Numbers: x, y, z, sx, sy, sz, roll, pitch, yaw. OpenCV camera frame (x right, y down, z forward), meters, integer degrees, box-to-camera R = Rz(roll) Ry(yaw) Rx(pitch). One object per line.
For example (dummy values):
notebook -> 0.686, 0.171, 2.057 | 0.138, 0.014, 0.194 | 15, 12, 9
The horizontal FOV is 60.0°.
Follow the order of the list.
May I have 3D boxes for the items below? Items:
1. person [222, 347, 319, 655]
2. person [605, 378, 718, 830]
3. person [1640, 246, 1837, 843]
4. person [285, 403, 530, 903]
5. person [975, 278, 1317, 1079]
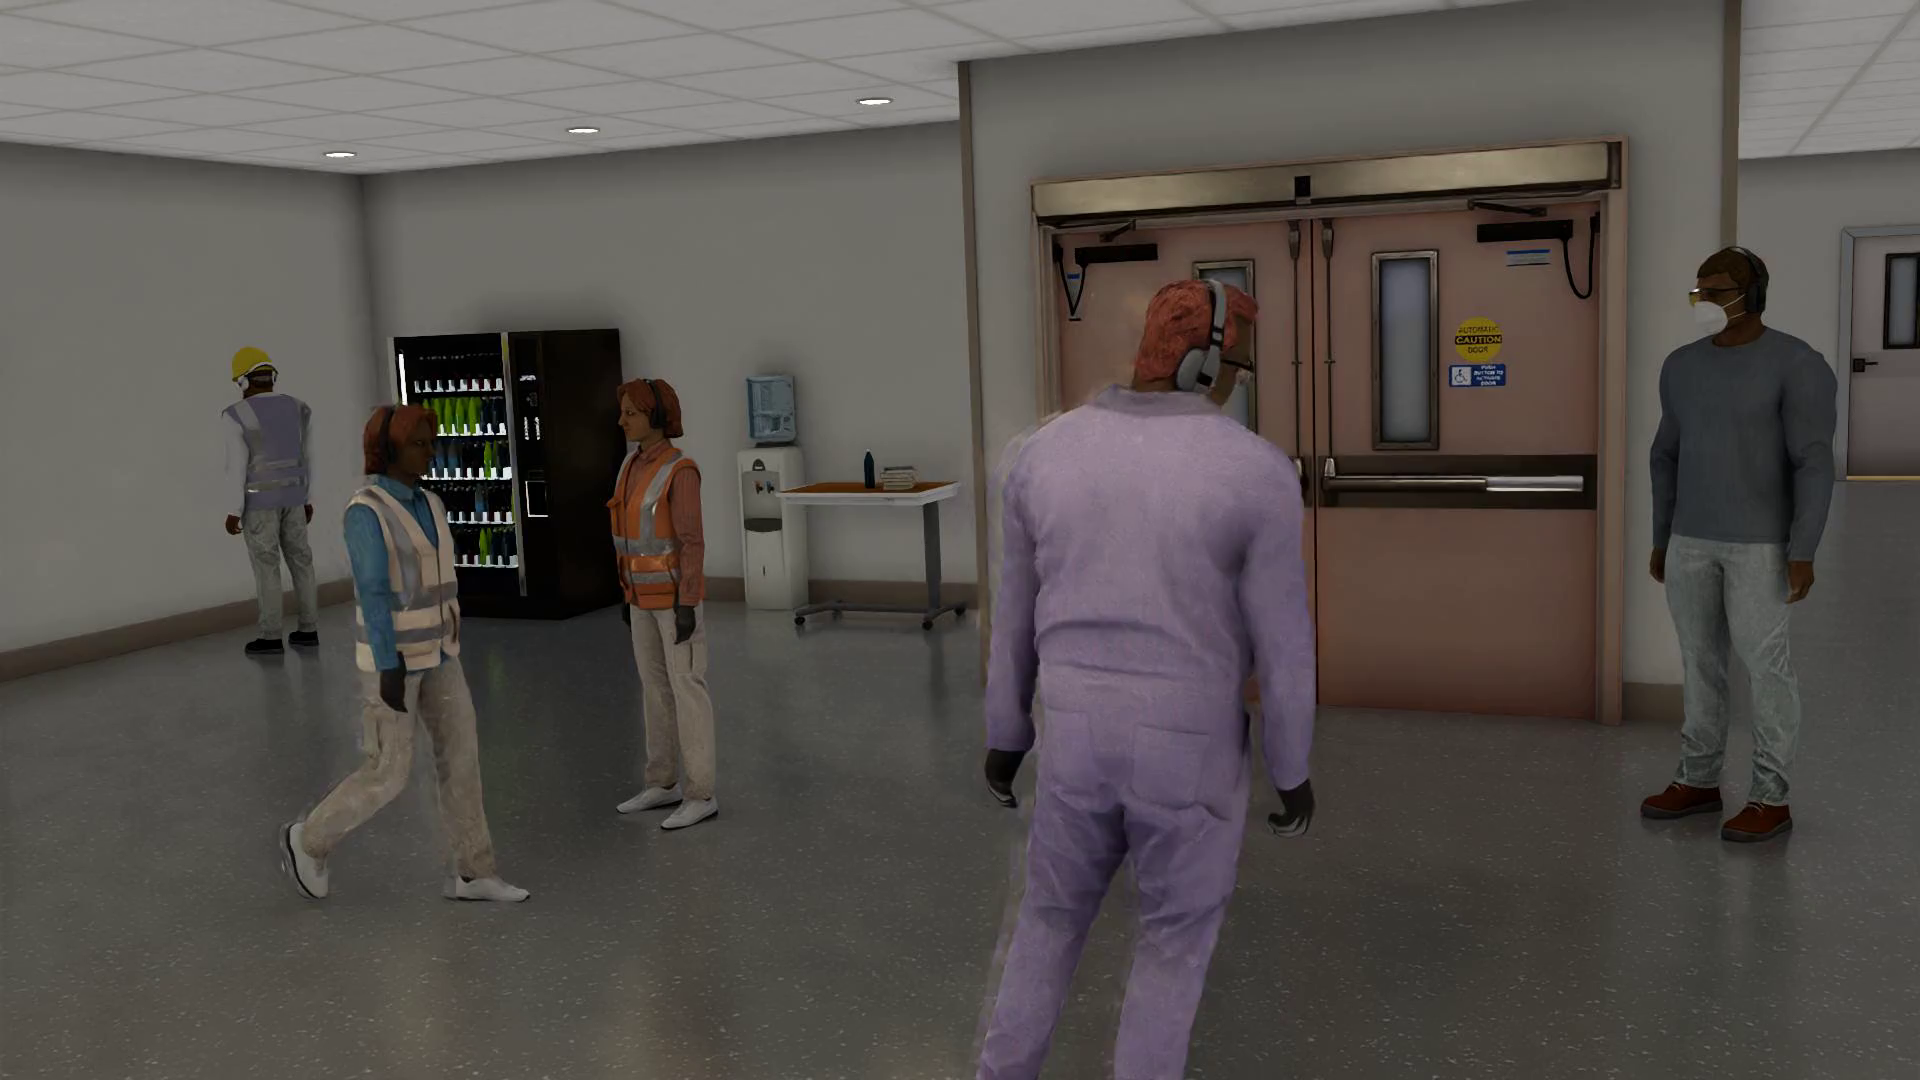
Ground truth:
person -> -4.101, -0.232, 9.873 | 0.403, 1.822, 0.589 | 2, 9, 31
person -> -1.091, 0.228, 6.101 | 0.308, 1.639, 0.511 | -8, 10, -39
person -> 2.547, 0.011, 5.494 | 0.359, 1.938, 0.635 | -6, 8, -27
person -> -1.786, 0.377, 5.243 | 0.688, 1.617, 0.516 | 0, 8, 15
person -> 0.372, 0.407, 3.420 | 0.745, 1.862, 0.419 | 2, 9, 30
